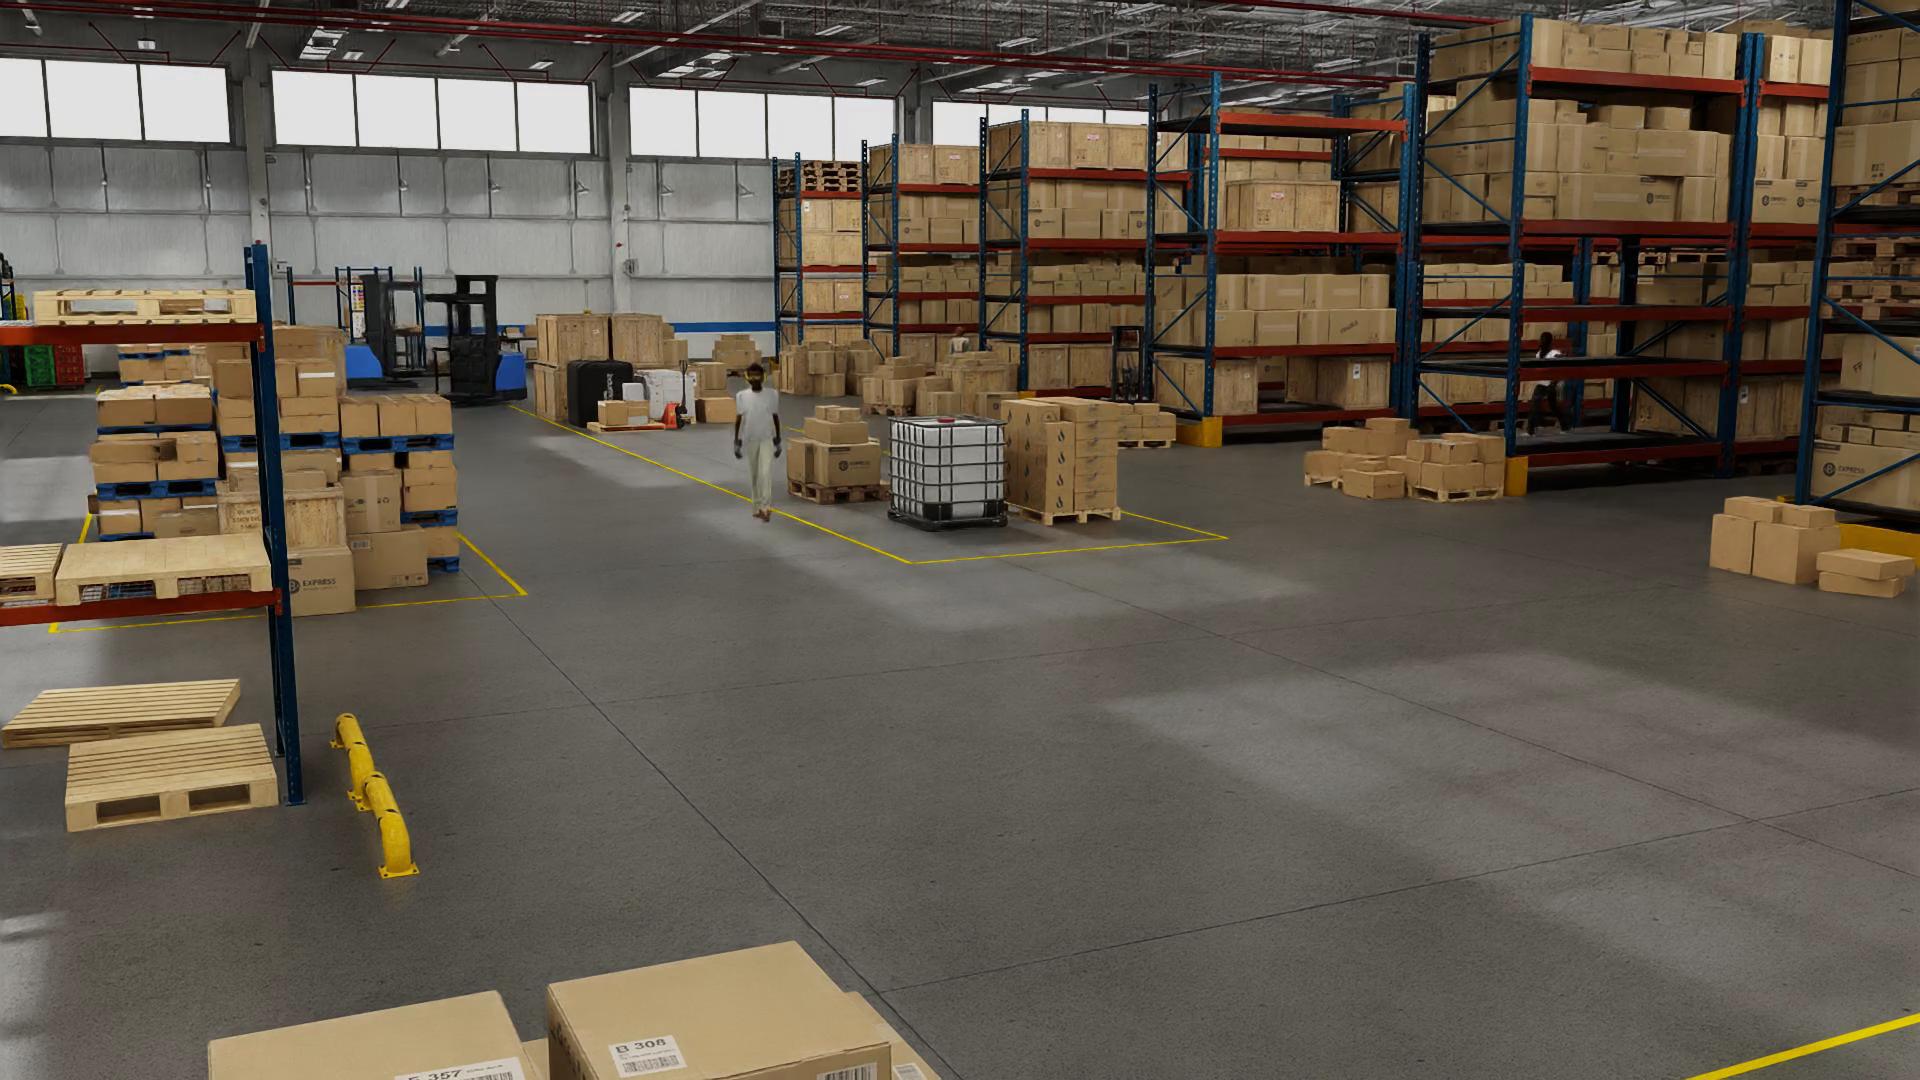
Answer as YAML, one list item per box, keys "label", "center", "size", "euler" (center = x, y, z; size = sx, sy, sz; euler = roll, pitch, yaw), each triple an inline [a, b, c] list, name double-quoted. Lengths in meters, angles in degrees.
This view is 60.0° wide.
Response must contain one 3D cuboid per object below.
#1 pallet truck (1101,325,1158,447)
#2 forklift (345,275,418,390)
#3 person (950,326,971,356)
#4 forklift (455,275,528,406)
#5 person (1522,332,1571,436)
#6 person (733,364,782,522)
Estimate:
- label: "pallet truck"
  center: [2.881, -2.596, 27.923]
  size: [0.823, 1.965, 1.885]
  euler: [-1, 9, -7]
- label: "forklift"
  center: [-14.472, -5.135, 40.949]
  size: [1.873, 2.768, 1.129]
  euler: [-4, 10, -25]
- label: "person"
  center: [0.007, -4.166, 38.773]
  size: [0.523, 1.638, 0.310]
  euler: [4, 10, 25]
- label: "forklift"
  center: [-10.511, -4.400, 36.385]
  size: [1.129, 2.768, 1.873]
  euler: [5, 10, 26]
- label: "person"
  center: [10.224, -2.680, 28.857]
  size: [1.004, 1.875, 0.601]
  euler: [-3, 10, -20]
- label: "person"
  center: [-2.359, -1.121, 19.316]
  size: [0.539, 1.817, 0.961]
  euler: [0, 9, -2]
